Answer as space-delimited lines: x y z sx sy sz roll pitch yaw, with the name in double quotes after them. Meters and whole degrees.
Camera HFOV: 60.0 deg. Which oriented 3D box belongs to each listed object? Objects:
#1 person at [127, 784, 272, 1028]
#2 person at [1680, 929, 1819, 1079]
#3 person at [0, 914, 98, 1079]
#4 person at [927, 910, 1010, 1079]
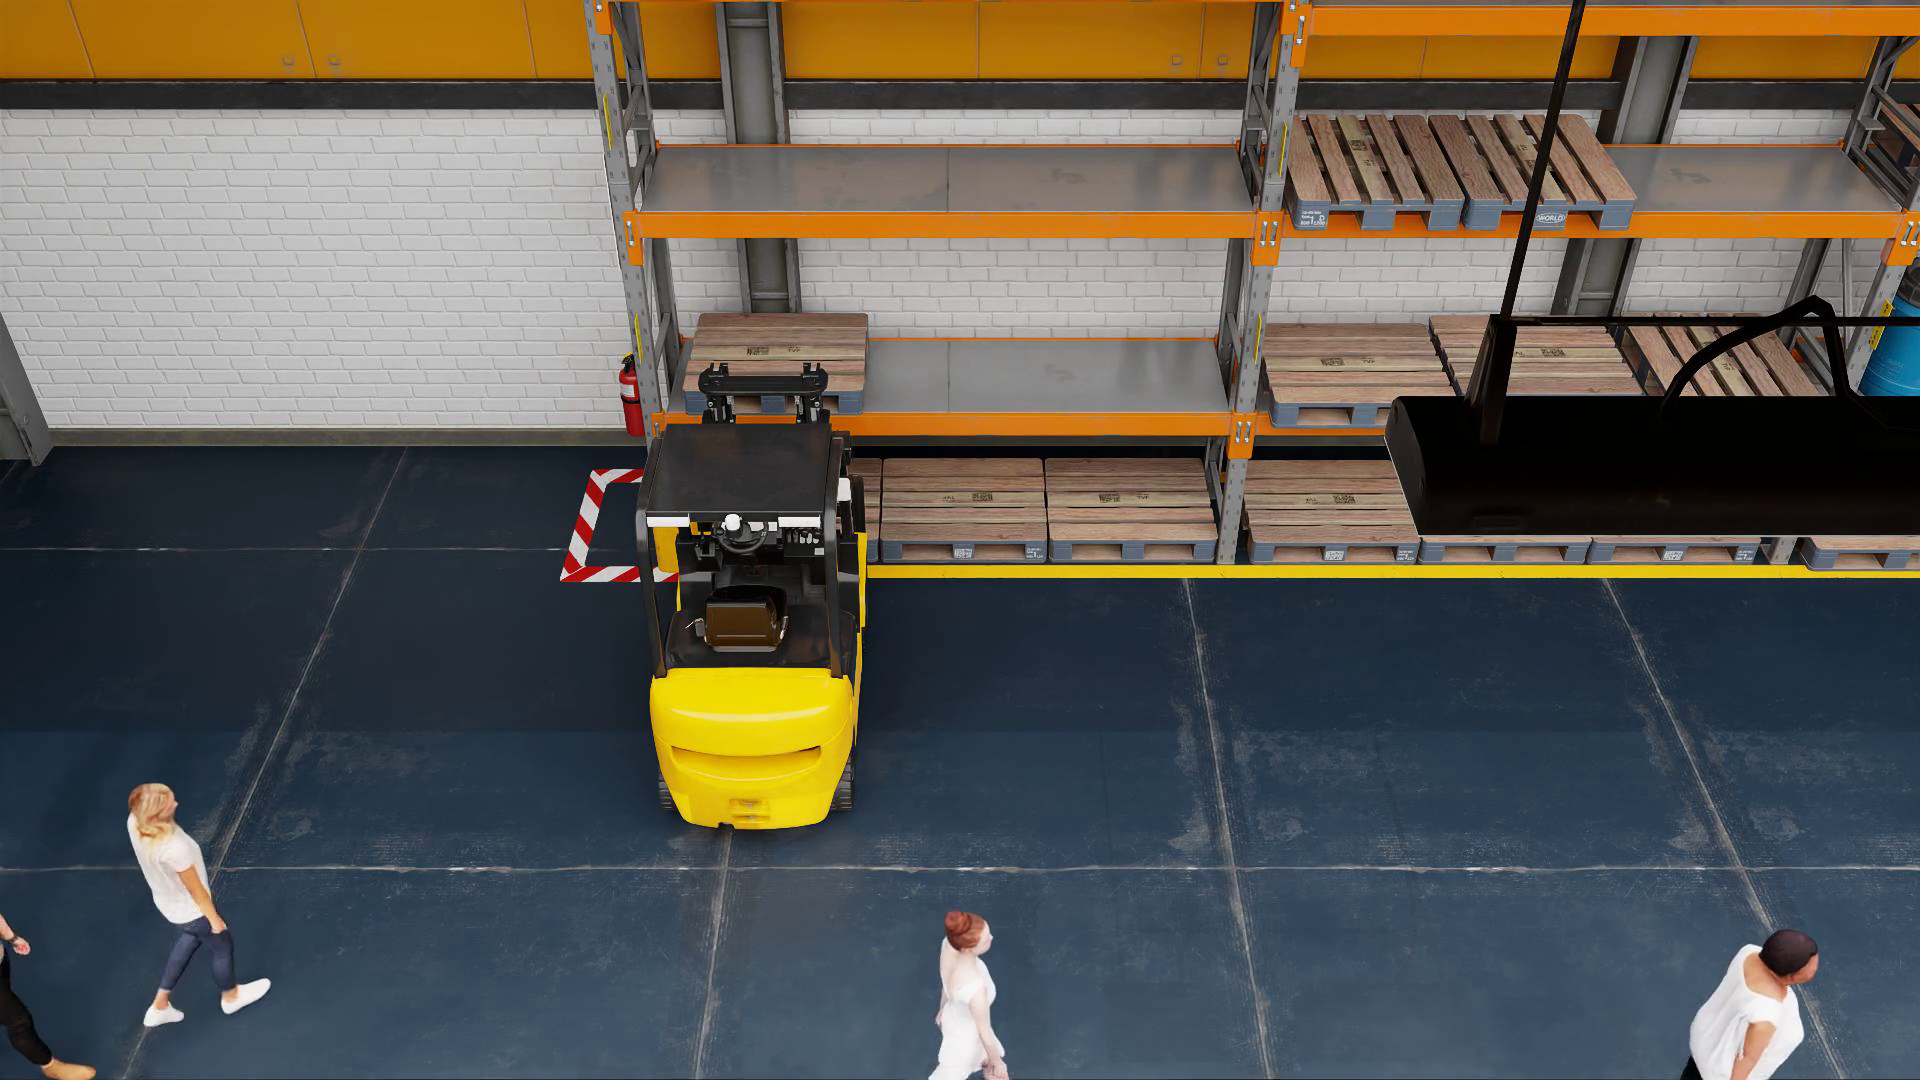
-3.987 1.910 8.415 0.916 1.785 0.949 24 45 27 "person"
3.601 2.415 7.872 0.765 1.673 0.743 8 39 10 "person"
-4.964 2.107 8.243 1.049 1.693 0.592 0 39 0 "person"
-0.089 2.398 7.837 1.175 1.743 0.777 -9 40 -11 "person"
